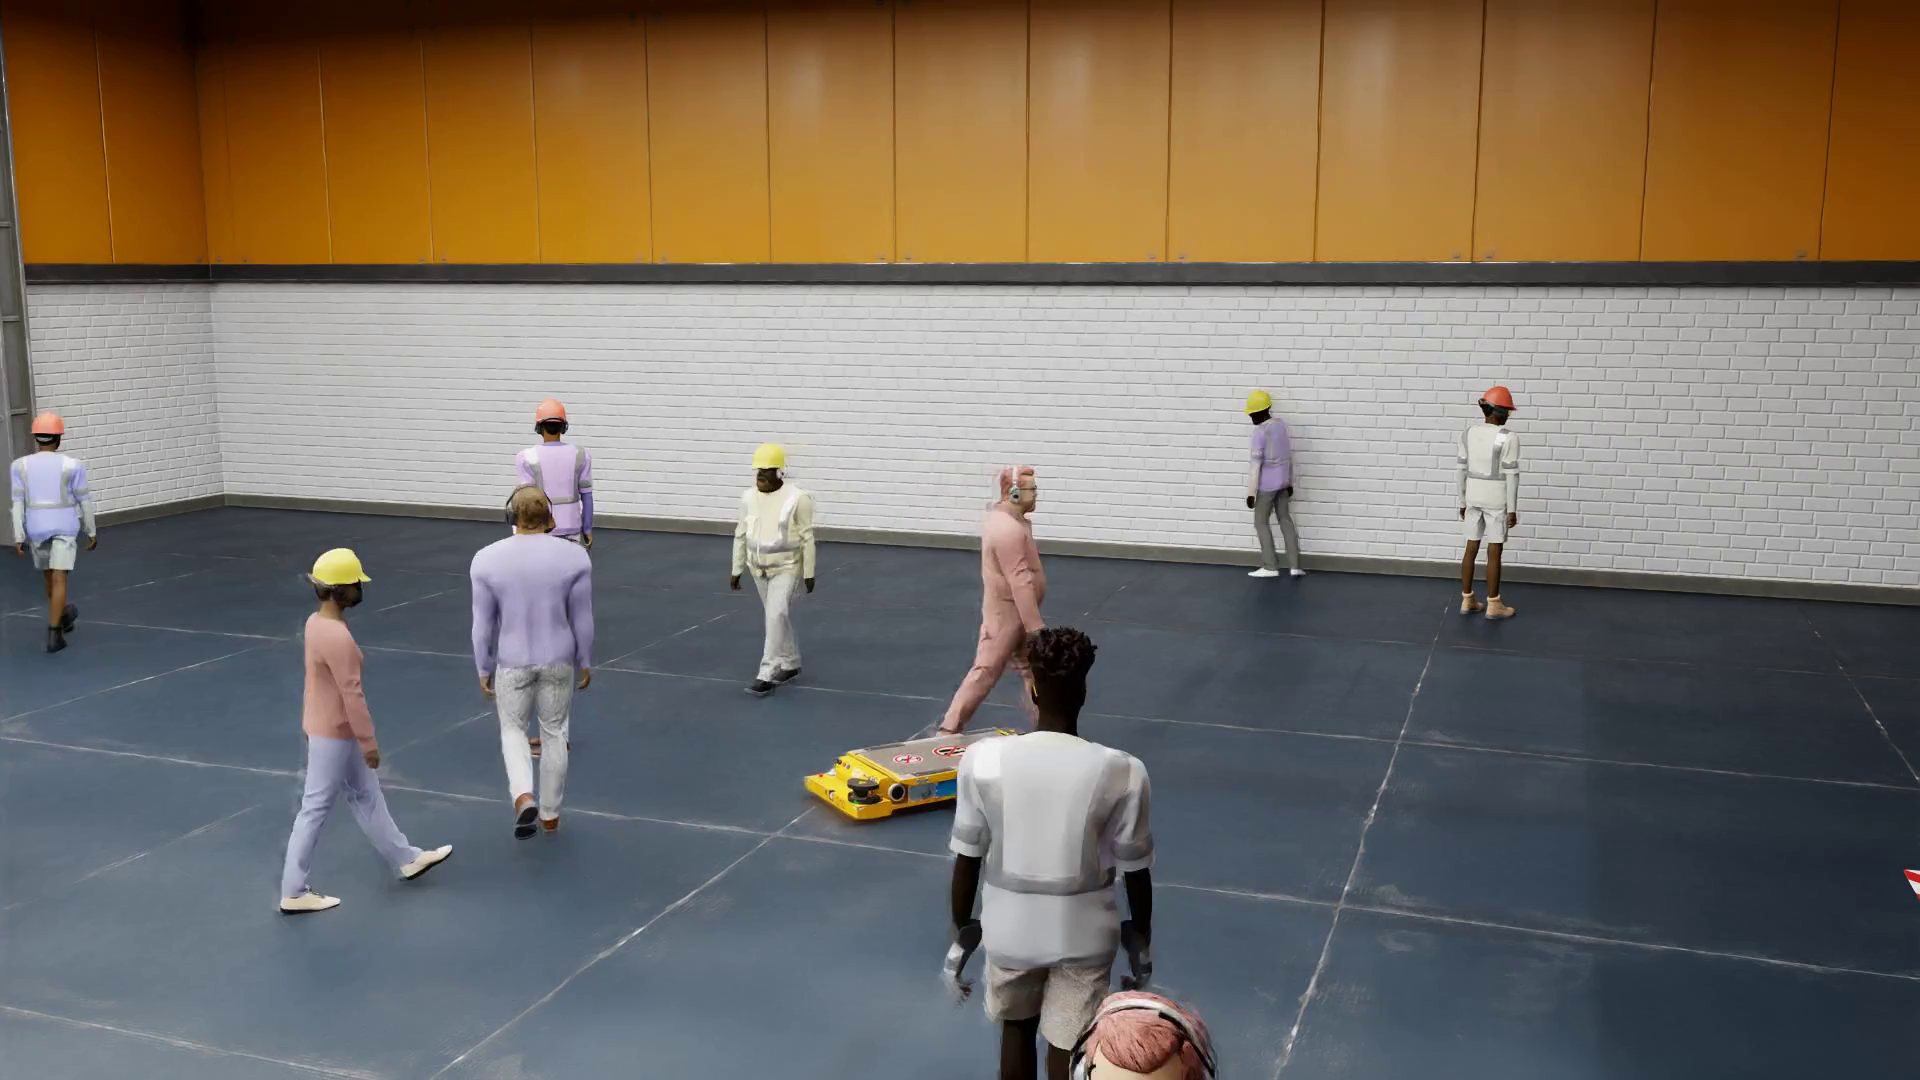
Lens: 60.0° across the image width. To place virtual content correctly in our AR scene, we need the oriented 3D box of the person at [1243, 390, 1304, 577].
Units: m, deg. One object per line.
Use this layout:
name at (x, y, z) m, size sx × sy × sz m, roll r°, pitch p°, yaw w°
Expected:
person at (3.122, -0.543, 16.465) m, size 0.571 × 1.878 × 0.674 m, roll 9°, pitch 13°, yaw 43°

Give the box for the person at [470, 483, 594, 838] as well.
person at (-2.246, 0.662, 8.805) m, size 0.626 × 1.927 × 0.545 m, roll -3°, pitch 9°, yaw -15°

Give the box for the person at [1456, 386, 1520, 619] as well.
person at (4.661, -0.332, 14.646) m, size 0.403 × 2.036 × 0.609 m, roll -7°, pitch 11°, yaw -35°

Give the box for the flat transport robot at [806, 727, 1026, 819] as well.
flat transport robot at (-0.112, 1.341, 9.722) m, size 1.431 × 0.197 × 0.652 m, roll -5°, pitch 11°, yaw -30°

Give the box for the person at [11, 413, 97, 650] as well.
person at (-7.380, -0.092, 13.601) m, size 0.564 × 1.882 × 1.026 m, roll -2°, pitch 9°, yaw -13°

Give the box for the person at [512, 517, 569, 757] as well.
person at (-2.641, 0.545, 10.481) m, size 0.296 × 1.622 × 0.494 m, roll -4°, pitch 10°, yaw -21°

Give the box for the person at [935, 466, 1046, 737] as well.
person at (0.301, 0.465, 10.285) m, size 1.014 × 1.862 × 0.634 m, roll 1°, pitch 9°, yaw 7°

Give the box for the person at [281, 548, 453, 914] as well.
person at (-2.871, 0.894, 7.952) m, size 0.885 × 1.722 × 0.550 m, roll -5°, pitch 11°, yaw -30°

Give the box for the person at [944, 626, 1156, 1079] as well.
person at (0.299, 1.219, 5.277) m, size 0.646 × 1.946 × 0.617 m, roll 2°, pitch 9°, yaw 12°

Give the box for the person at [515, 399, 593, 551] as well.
person at (-3.204, -0.093, 13.140) m, size 0.615 × 2.041 × 0.376 m, roll -6°, pitch 11°, yaw -32°

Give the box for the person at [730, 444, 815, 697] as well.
person at (-1.415, 0.215, 11.977) m, size 0.613 × 1.794 × 0.849 m, roll 5°, pitch 11°, yaw 30°

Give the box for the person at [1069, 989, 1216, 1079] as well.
person at (0.305, 1.632, 2.929) m, size 0.658 × 1.883 × 0.528 m, roll 3°, pitch 10°, yaw 18°
